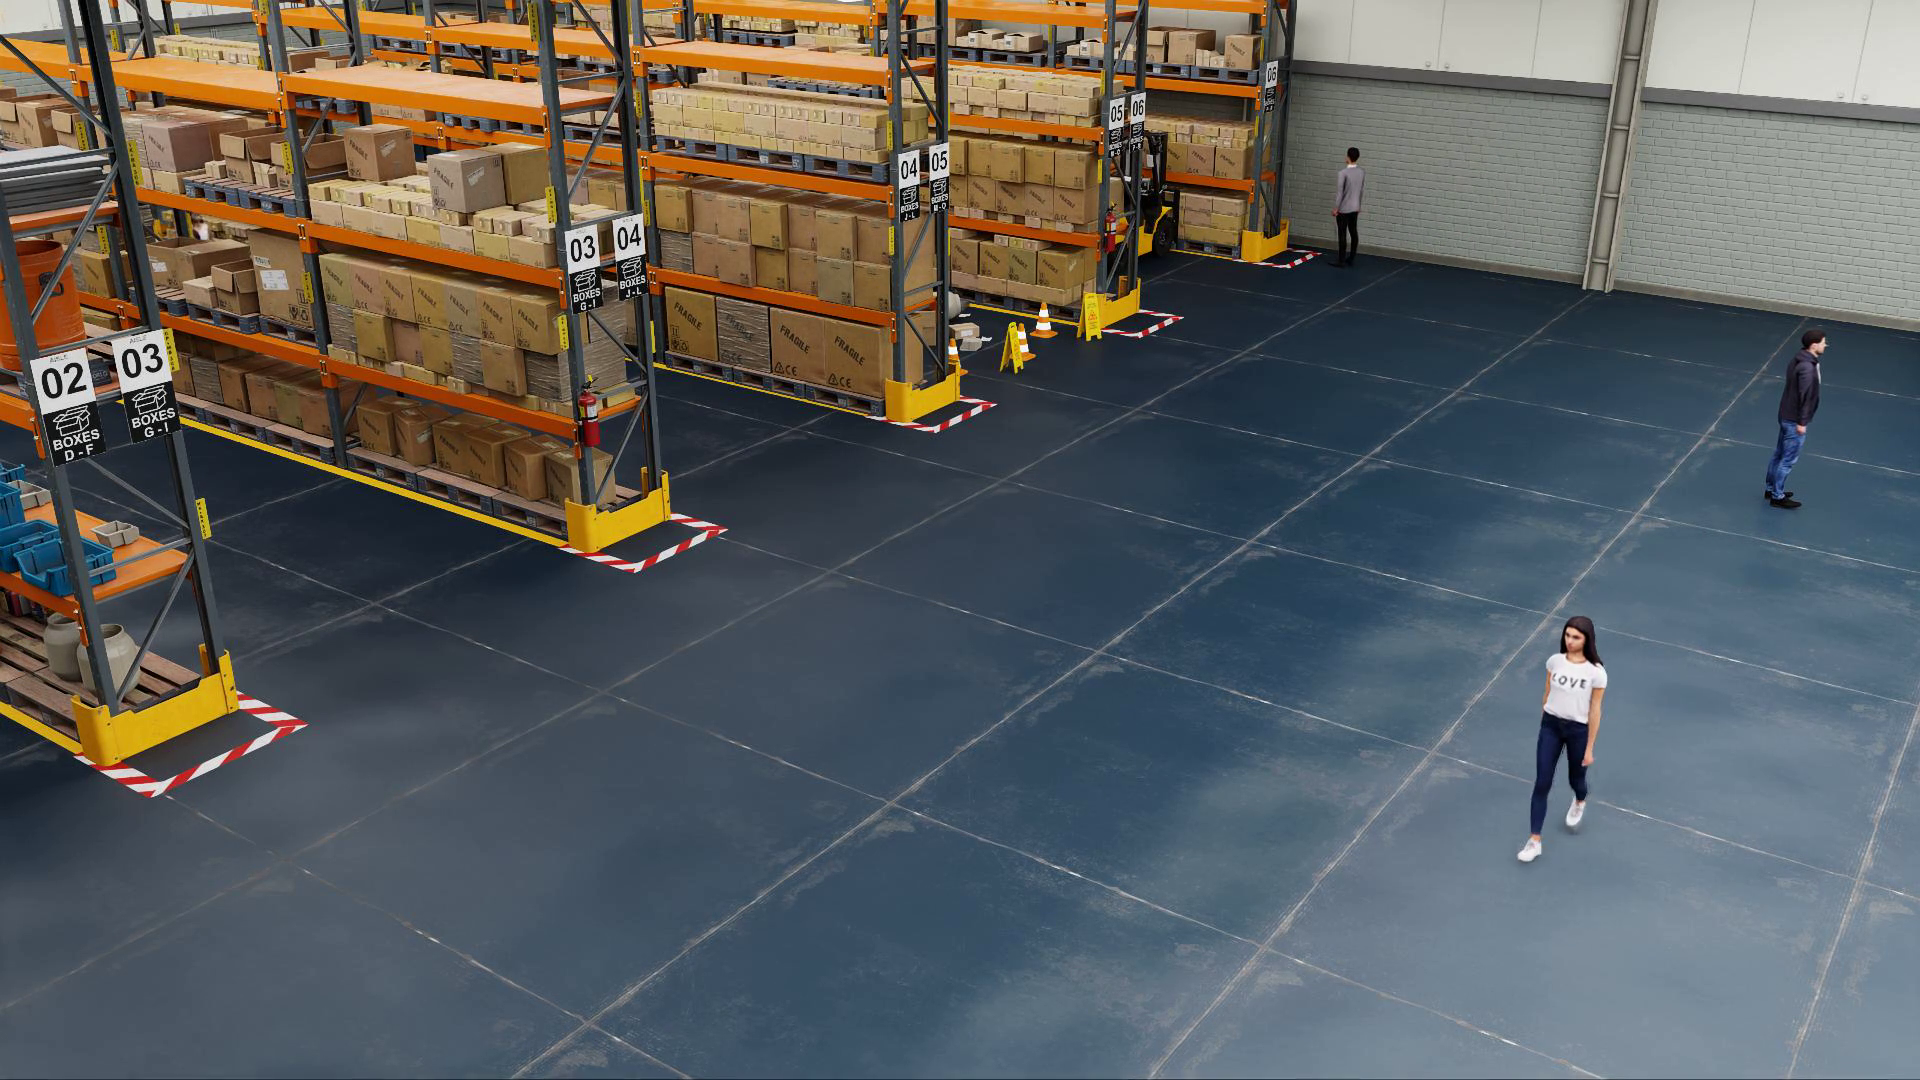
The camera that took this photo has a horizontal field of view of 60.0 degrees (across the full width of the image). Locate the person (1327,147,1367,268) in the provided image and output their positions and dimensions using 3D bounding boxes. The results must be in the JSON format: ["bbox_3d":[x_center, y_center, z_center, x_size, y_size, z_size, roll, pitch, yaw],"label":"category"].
[{"bbox_3d":[6.330,-5.417,27.057,0.825,1.923,0.794,-14,27,-29],"label":"person"}]

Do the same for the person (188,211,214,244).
[{"bbox_3d":[-11.076,-4.047,24.205,0.626,1.635,0.610,20,30,38],"label":"person"}]

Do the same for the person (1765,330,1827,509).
[{"bbox_3d":[8.713,-1.284,17.374,0.719,1.894,0.751,5,23,10],"label":"person"}]

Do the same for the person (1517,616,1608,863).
[{"bbox_3d":[4.212,1.330,11.414,1.068,1.748,0.726,18,29,36],"label":"person"}]
